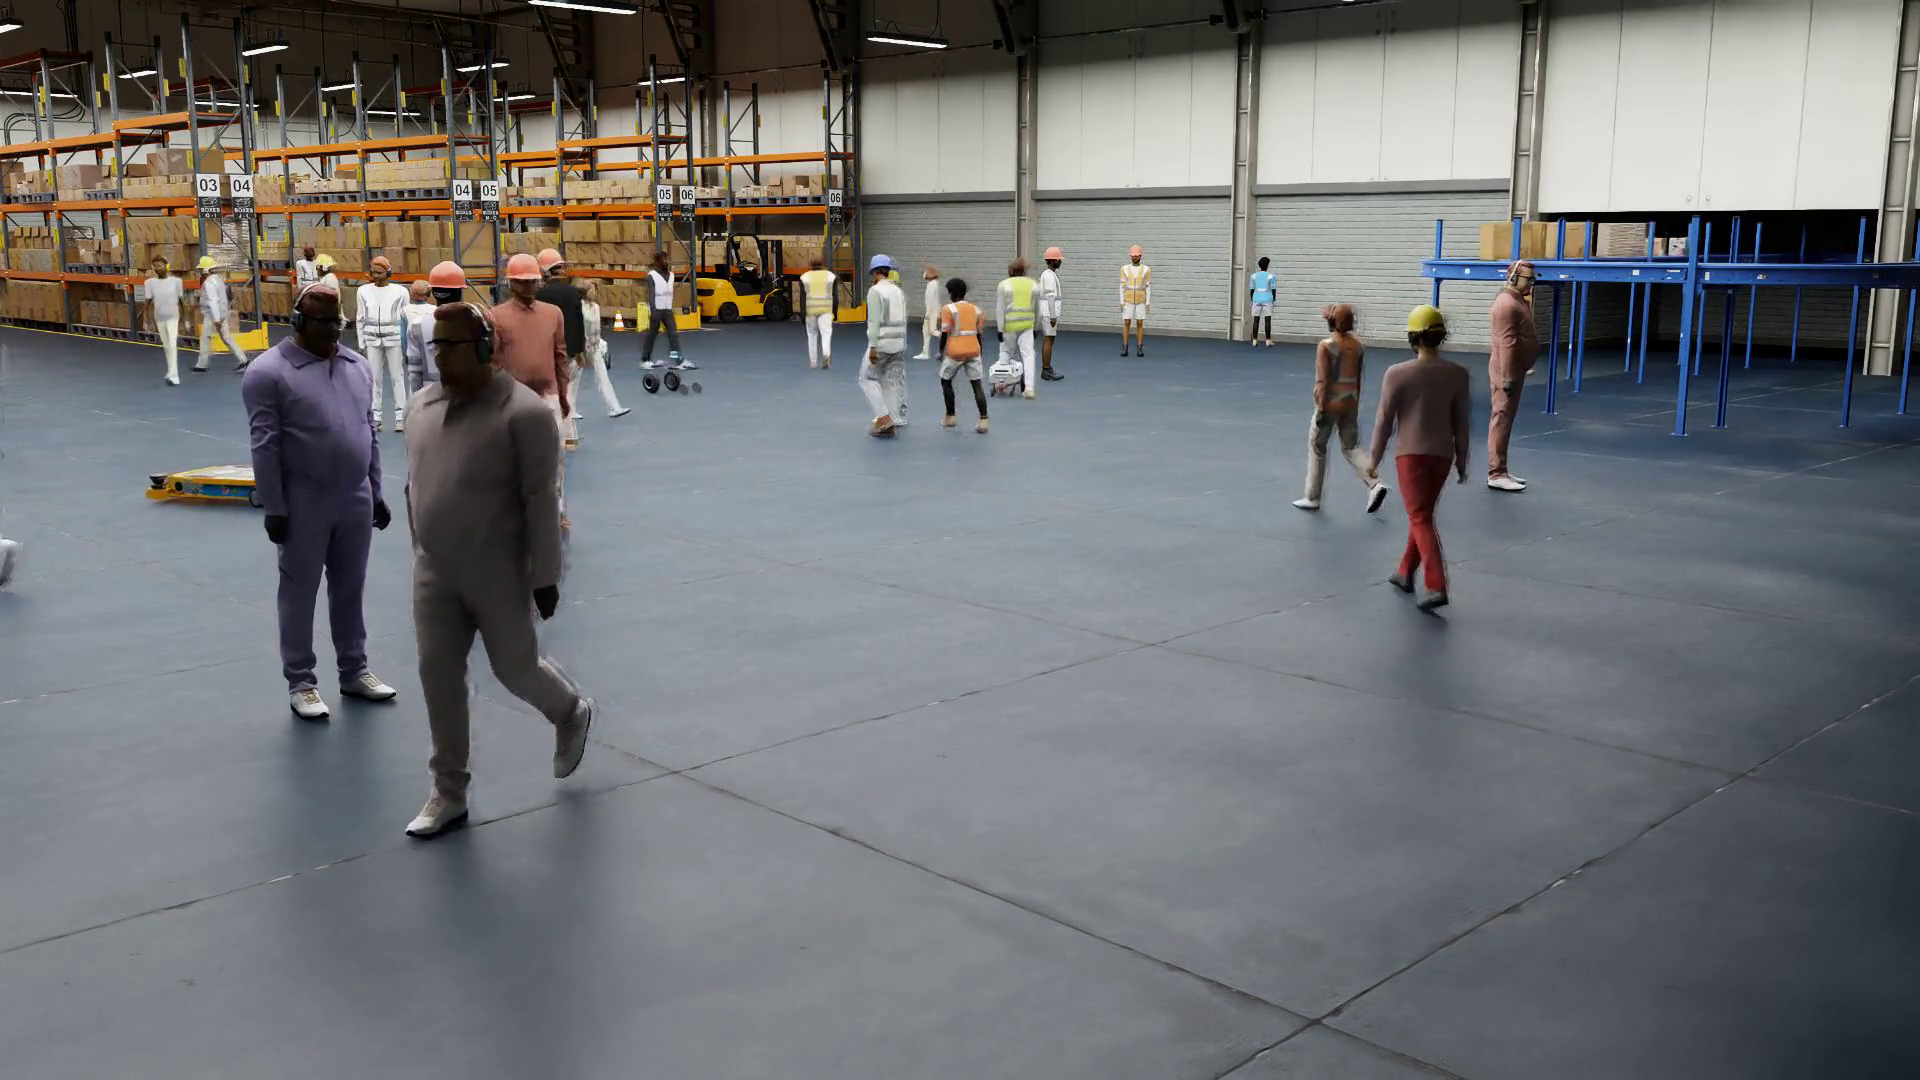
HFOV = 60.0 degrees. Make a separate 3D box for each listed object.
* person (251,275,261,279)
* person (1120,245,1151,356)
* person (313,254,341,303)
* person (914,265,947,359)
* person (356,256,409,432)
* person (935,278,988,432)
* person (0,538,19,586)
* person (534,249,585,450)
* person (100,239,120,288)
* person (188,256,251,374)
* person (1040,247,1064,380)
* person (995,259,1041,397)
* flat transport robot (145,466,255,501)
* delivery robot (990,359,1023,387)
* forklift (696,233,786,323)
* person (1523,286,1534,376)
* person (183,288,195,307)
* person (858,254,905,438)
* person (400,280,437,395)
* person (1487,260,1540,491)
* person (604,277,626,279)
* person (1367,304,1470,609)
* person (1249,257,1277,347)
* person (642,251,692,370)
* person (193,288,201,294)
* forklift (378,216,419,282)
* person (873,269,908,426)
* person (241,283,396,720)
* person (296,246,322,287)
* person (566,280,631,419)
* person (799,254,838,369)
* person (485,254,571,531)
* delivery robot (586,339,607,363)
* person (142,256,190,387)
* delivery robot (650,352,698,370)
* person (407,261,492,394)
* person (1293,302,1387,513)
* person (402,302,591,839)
[{"bbox_3d":[-19.391,-7.210,45.739,0.865,1.903,0.538,8,13,37],"label":"person"},{"bbox_3d":[3.077,-4.207,29.247,0.542,1.939,0.369,1,10,7],"label":"person"},{"bbox_3d":[-9.834,-3.527,25.862,0.429,1.817,0.598,-4,11,-22],"label":"person"},{"bbox_3d":[-0.425,-3.900,28.465,0.684,1.610,0.511,-1,10,-5],"label":"person"},{"bbox_3d":[-6.231,-2.119,18.001,0.573,1.887,0.355,-1,10,-5],"label":"person"},{"bbox_3d":[0.005,-2.001,18.012,0.549,1.641,0.743,-8,13,-37],"label":"person"},{"bbox_3d":[-6.023,-0.619,9.955,0.771,1.845,0.524,3,11,15],"label":"person"},{"bbox_3d":[-4.072,-1.890,16.525,0.692,1.969,0.637,6,12,28],"label":"person"},{"bbox_3d":[-20.739,-6.273,40.363,0.634,1.995,1.011,-3,11,-16],"label":"person"},{"bbox_3d":[-11.406,-3.456,25.563,0.898,1.798,0.587,-1,10,-4],"label":"person"},{"bbox_3d":[1.358,-3.346,24.552,0.355,1.939,0.543,-1,10,-3],"label":"person"},{"bbox_3d":[0.746,-2.796,21.965,0.657,1.790,0.965,-4,11,-20],"label":"person"},{"bbox_3d":[-5.741,-0.448,13.417,1.431,0.197,0.652,3,11,14],"label":"flat transport robot"},{"bbox_3d":[0.621,-2.260,22.267,0.477,0.478,0.707,2,11,12],"label":"delivery robot"},{"bbox_3d":[-5.496,-6.489,41.108,2.313,2.155,1.214,-10,14,-44],"label":"forklift"},{"bbox_3d":[8.556,-3.437,25.306,0.328,1.842,0.516,-2,11,-11],"label":"person"},{"bbox_3d":[-19.647,-6.555,42.094,0.651,1.919,0.426,-10,14,-43],"label":"person"},{"bbox_3d":[-0.822,-2.029,17.440,0.455,1.913,0.639,6,12,29],"label":"person"},{"bbox_3d":[-5.712,-1.946,17.742,0.525,1.637,0.307,3,11,16],"label":"person"},{"bbox_3d":[4.637,-1.383,13.950,0.403,1.904,0.637,4,11,21],"label":"person"},{"bbox_3d":[-8.699,-6.511,41.882,0.633,1.922,0.722,-10,14,-42],"label":"person"},{"bbox_3d":[2.671,-0.490,9.588,0.541,1.719,0.922,-2,11,-13],"label":"person"},{"bbox_3d":[5.794,-4.551,31.787,0.532,1.696,0.319,5,12,27],"label":"person"},{"bbox_3d":[-4.697,-3.613,26.222,1.024,1.864,0.614,7,13,34],"label":"person"},{"bbox_3d":[-18.059,-6.144,39.906,0.789,1.899,0.570,8,13,37],"label":"person"},{"bbox_3d":[-17.868,-9.201,54.028,1.873,2.768,1.129,-10,14,-44],"label":"forklift"},{"bbox_3d":[-0.780,-2.157,18.605,0.295,1.744,0.490,-7,12,-32],"label":"person"},{"bbox_3d":[-2.818,-0.183,7.409,0.408,1.903,0.638,6,12,32],"label":"person"},{"bbox_3d":[-13.817,-5.307,35.397,0.354,1.883,0.572,10,14,43],"label":"person"},{"bbox_3d":[-4.235,-2.176,19.103,0.842,1.592,0.546,4,11,23],"label":"person"},{"bbox_3d":[-2.251,-3.638,26.501,0.625,1.814,0.827,-1,10,-6],"label":"person"},{"bbox_3d":[-3.023,-1.020,11.755,0.660,1.971,0.713,-7,12,-33],"label":"person"},{"bbox_3d":[-5.861,-3.076,26.716,0.477,0.478,0.707,-1,10,-7],"label":"delivery robot"},{"bbox_3d":[-11.153,-3.058,23.303,0.559,1.814,0.982,-2,11,-11],"label":"person"},{"bbox_3d":[-3.878,-2.437,22.523,0.698,0.223,0.335,7,12,33],"label":"delivery robot"},{"bbox_3d":[-3.360,-0.869,11.048,0.545,1.939,0.354,0,10,1],"label":"person"},{"bbox_3d":[2.918,-1.005,12.677,0.526,1.610,0.750,-8,13,-36],"label":"person"},{"bbox_3d":[-1.720,0.071,6.085,0.650,1.883,0.822,4,11,20],"label":"person"}]
